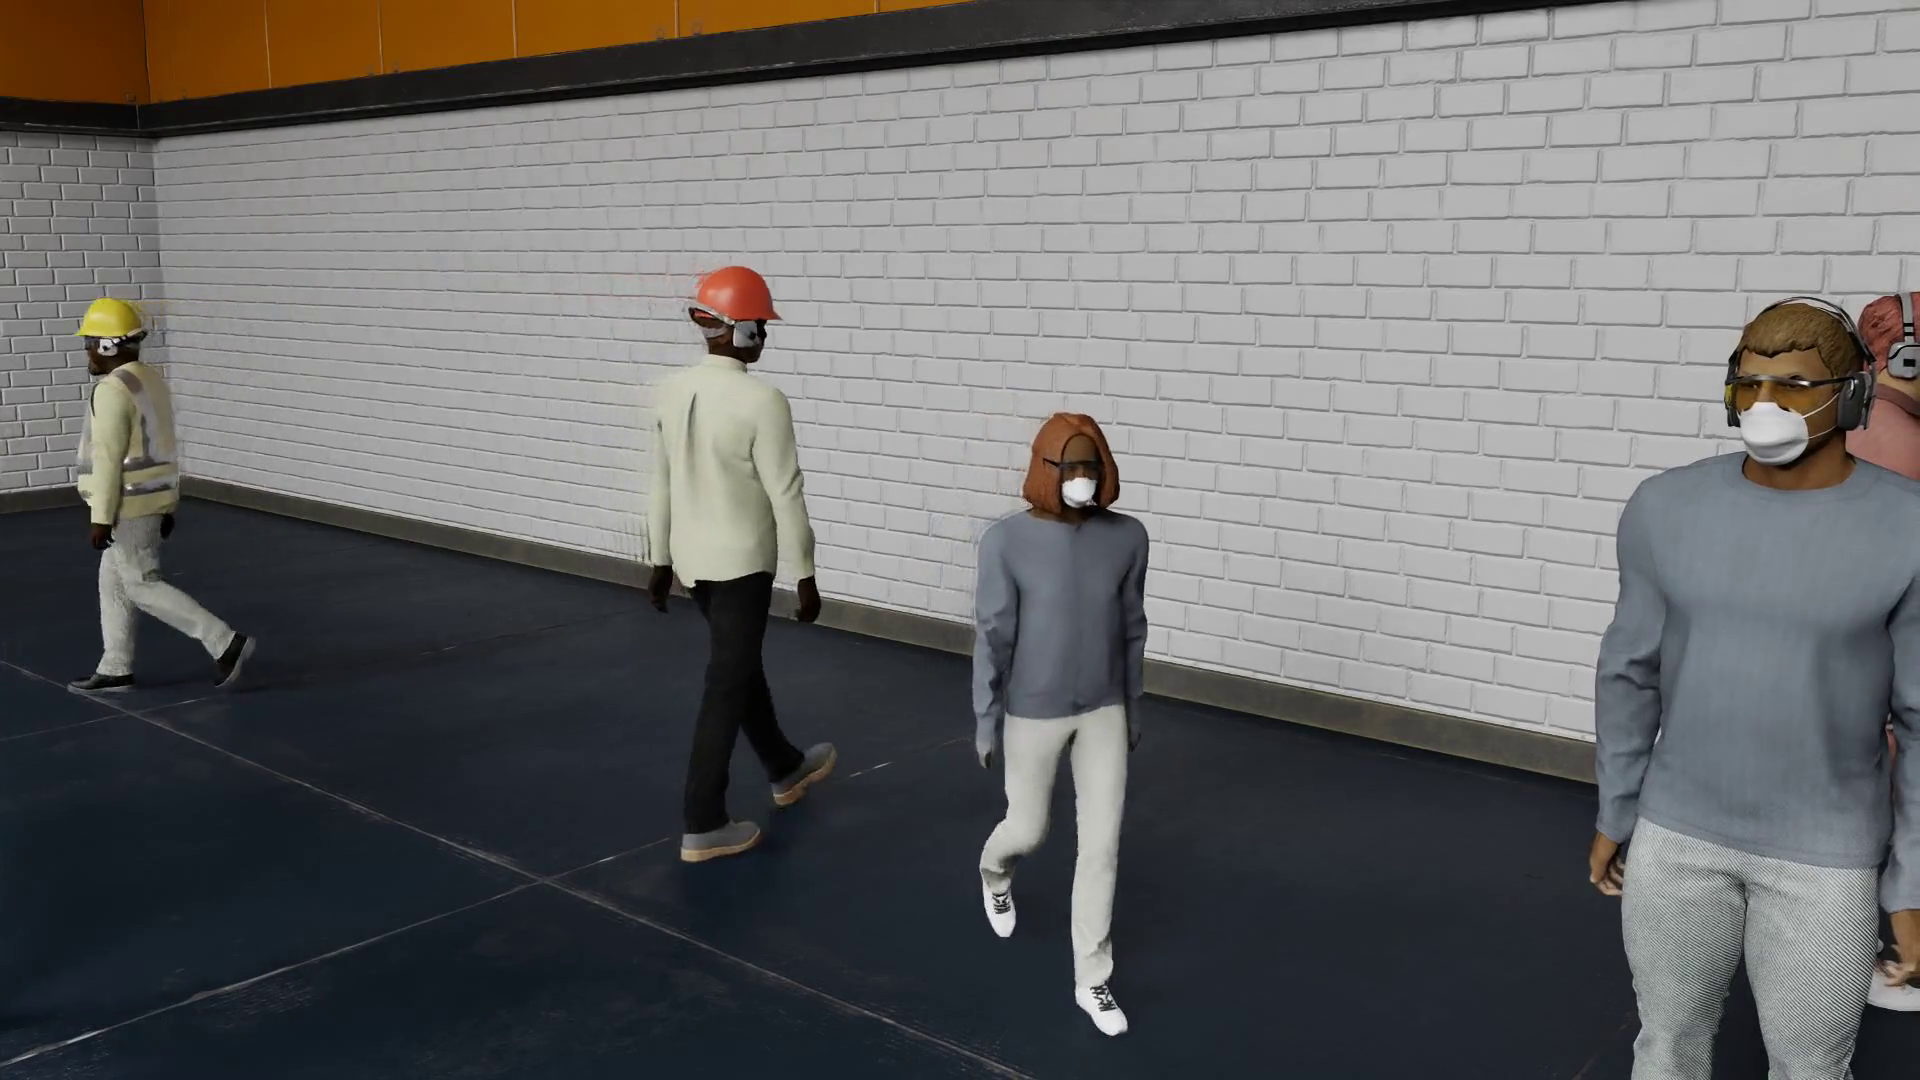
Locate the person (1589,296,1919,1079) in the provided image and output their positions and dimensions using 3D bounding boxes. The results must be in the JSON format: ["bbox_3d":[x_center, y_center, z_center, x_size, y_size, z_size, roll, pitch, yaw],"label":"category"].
[{"bbox_3d":[1.425,0.546,2.966,0.628,1.940,0.373,9,13,42],"label":"person"}]

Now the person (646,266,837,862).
[{"bbox_3d":[-0.697,0.059,5.686,0.658,1.964,0.810,9,13,42],"label":"person"}]

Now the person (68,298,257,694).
[{"bbox_3d":[-3.636,-0.180,7.465,0.796,1.809,0.589,-2,10,-11],"label":"person"}]

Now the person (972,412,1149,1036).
[{"bbox_3d":[0.252,0.444,4.486,0.505,1.605,0.702,-3,10,-18],"label":"person"}]

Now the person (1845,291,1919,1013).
[{"bbox_3d":[2.491,0.288,4.517,0.406,1.911,0.639,2,10,11],"label":"person"}]
